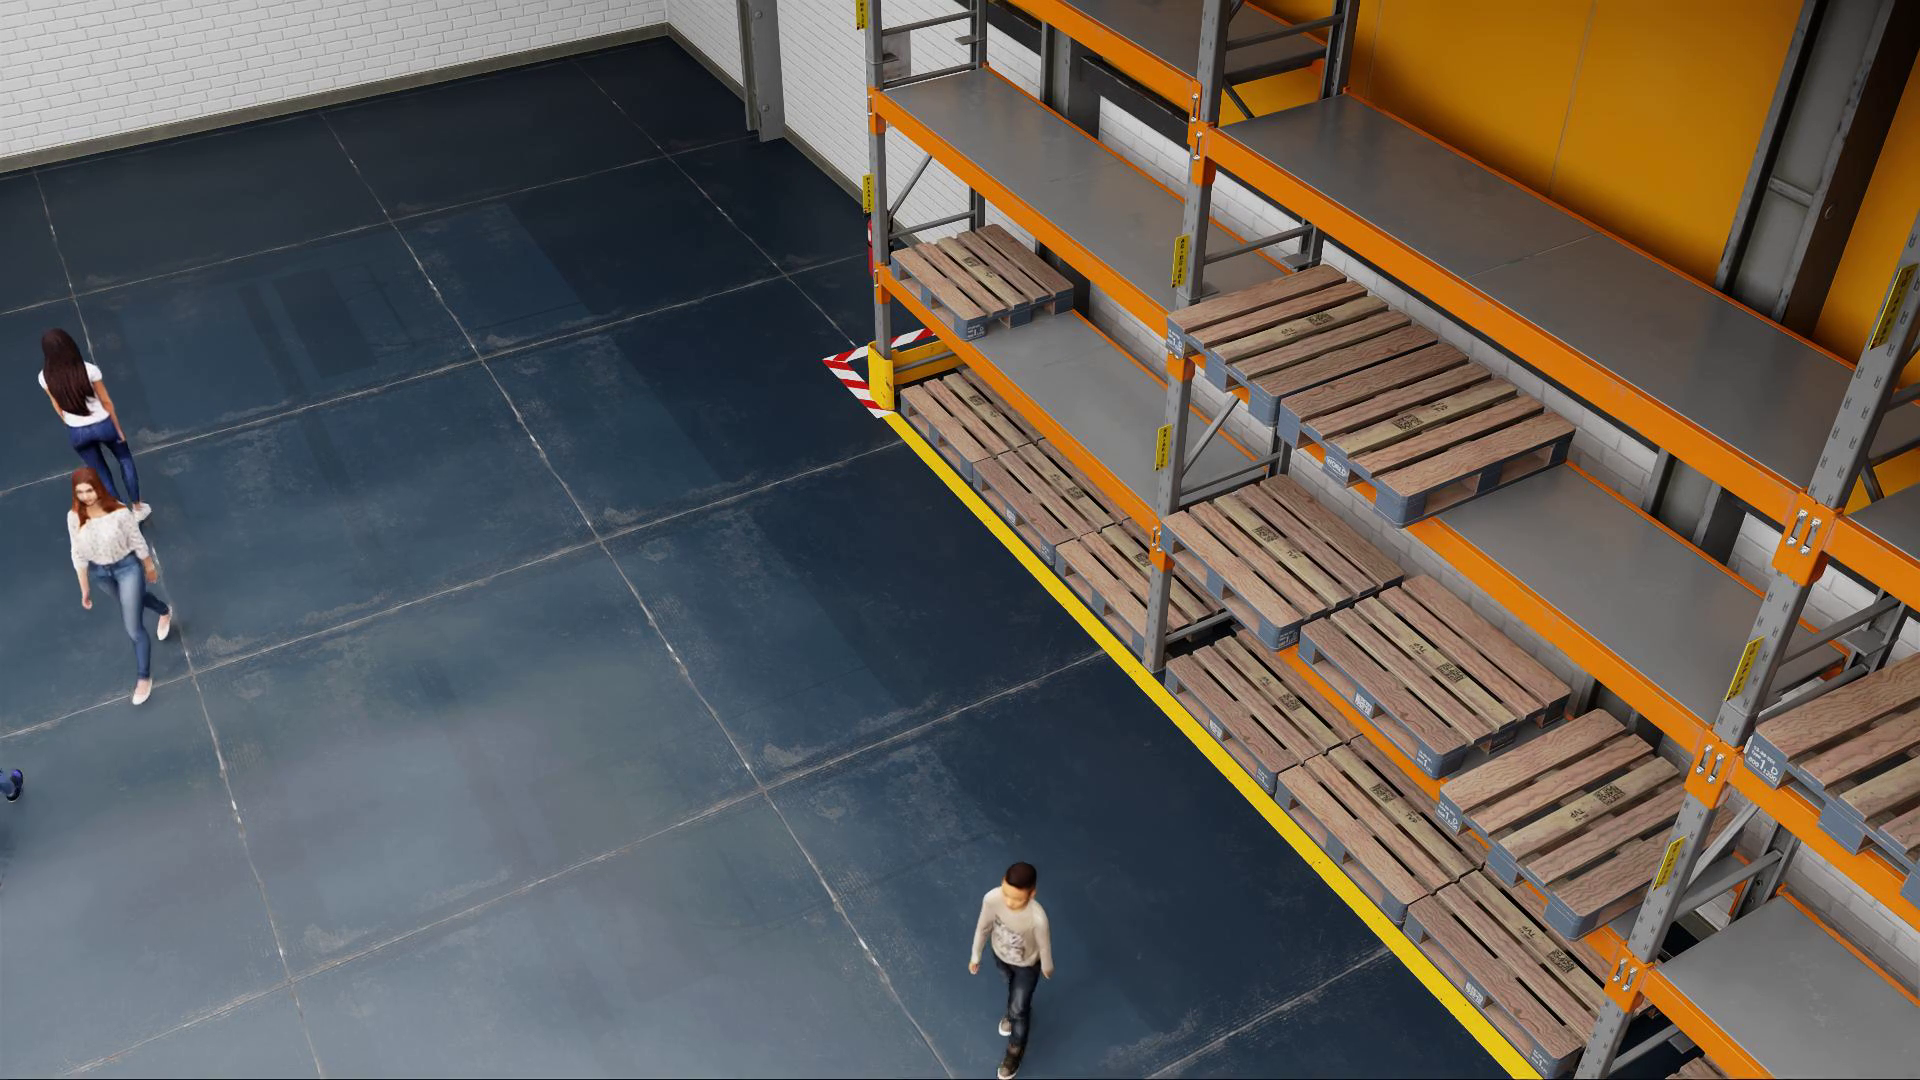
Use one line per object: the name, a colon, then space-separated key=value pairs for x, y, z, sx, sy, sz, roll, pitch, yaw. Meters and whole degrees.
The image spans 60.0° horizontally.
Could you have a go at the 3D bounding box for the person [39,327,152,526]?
person: x=-6.438 y=-0.735 z=12.339 sx=0.631 sy=1.760 sz=0.651 roll=-11 pitch=40 yaw=-14

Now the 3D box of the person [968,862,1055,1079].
person: x=0.343 y=2.175 z=8.949 sx=0.768 sy=1.445 sz=0.773 roll=24 pitch=44 yaw=27

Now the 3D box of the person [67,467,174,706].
person: x=-5.668 y=0.172 z=11.264 sx=0.968 sy=1.685 sz=1.233 roll=0 pitch=39 yaw=0
